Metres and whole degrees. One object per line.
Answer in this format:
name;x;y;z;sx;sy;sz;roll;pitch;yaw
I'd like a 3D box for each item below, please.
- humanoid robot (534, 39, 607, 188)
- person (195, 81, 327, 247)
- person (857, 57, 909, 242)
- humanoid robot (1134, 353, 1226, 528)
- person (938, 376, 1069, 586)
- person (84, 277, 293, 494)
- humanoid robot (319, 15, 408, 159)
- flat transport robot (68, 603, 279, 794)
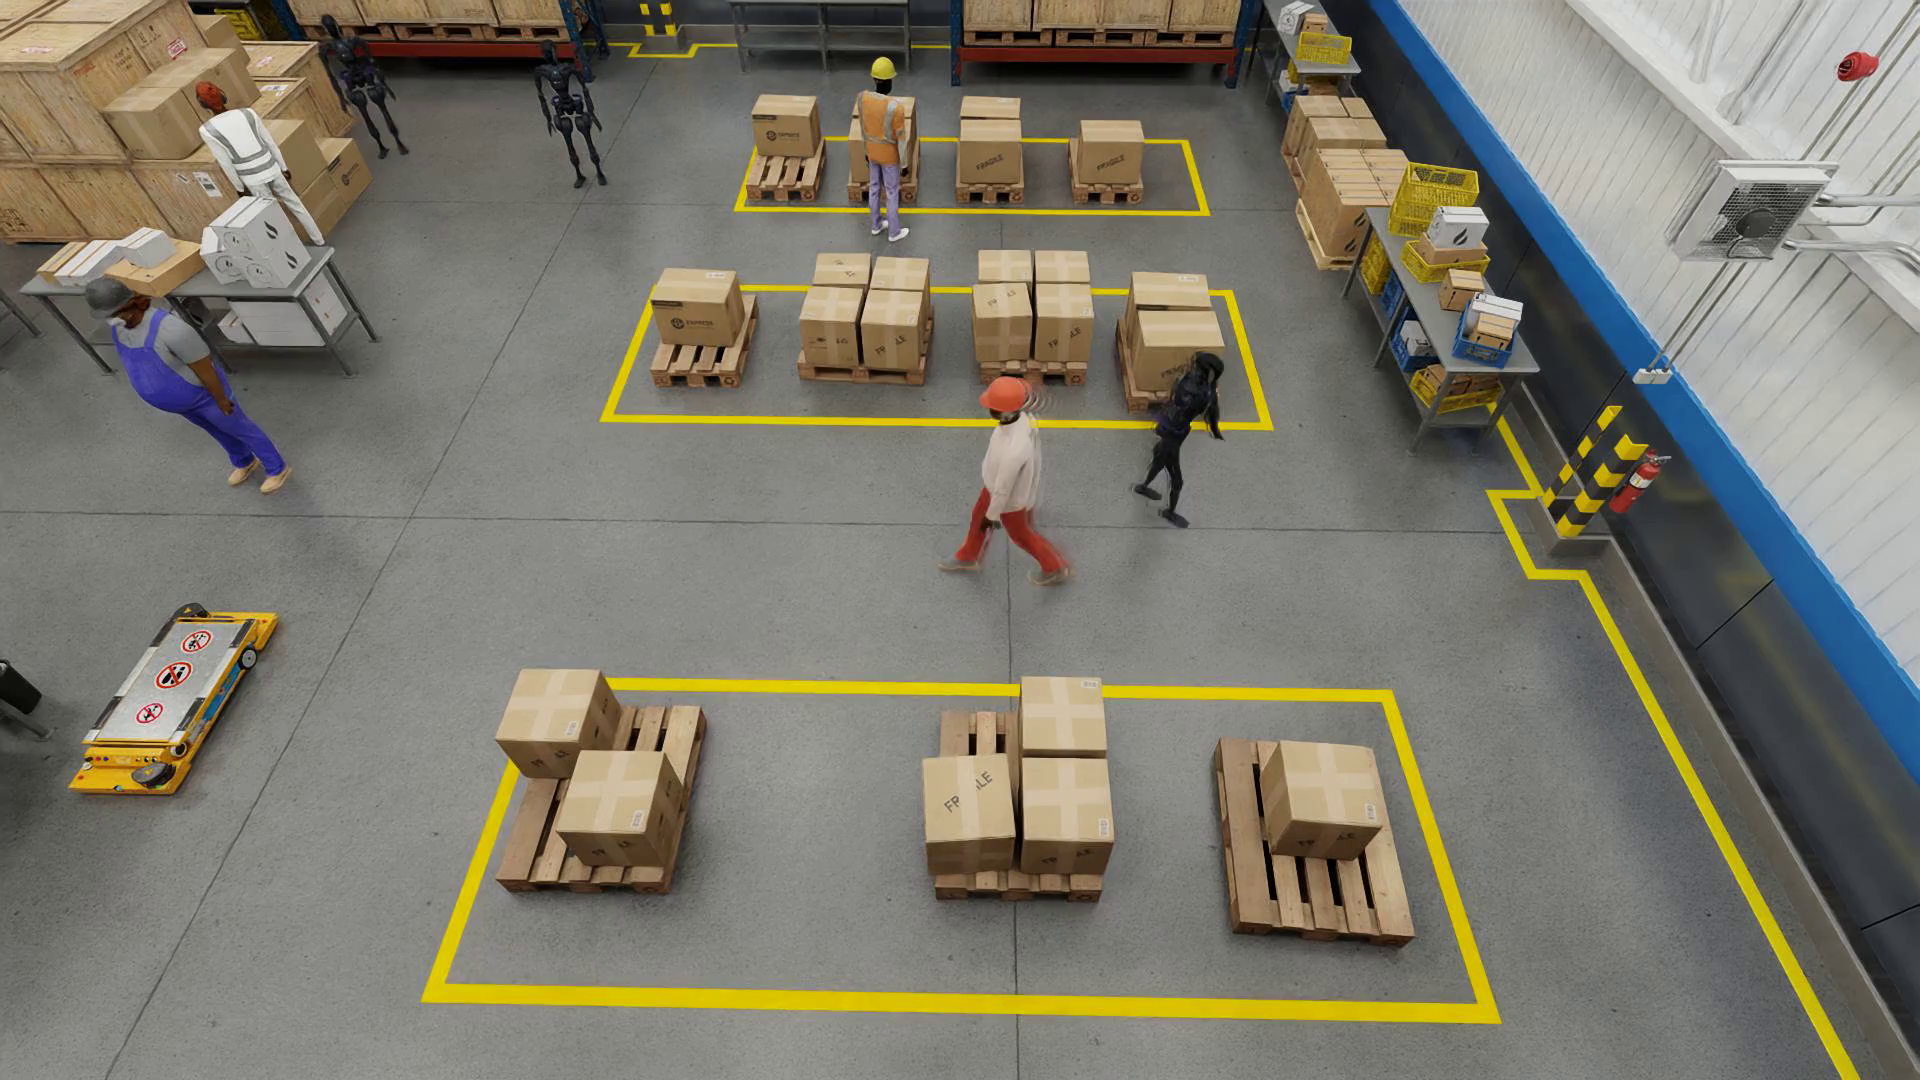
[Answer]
humanoid robot;-4.491;-4.902;10.583;0.611;1.657;0.320;-9;50;-8
person;-7.253;-3.778;9.506;0.357;1.883;0.572;29;55;22
person;-0.794;-4.130;9.785;0.579;1.919;0.397;25;54;20
humanoid robot;1.732;-0.809;7.144;0.671;1.625;0.571;26;54;20
person;0.365;-0.368;6.575;0.994;1.954;0.603;-2;50;-1
person;-6.088;-1.182;7.207;0.679;2.000;0.536;13;51;11
humanoid robot;-7.227;-5.454;11.067;0.622;1.645;0.334;-25;54;-20
flat transport robot;-5.504;1.072;6.442;0.652;0.197;1.431;1;50;1
